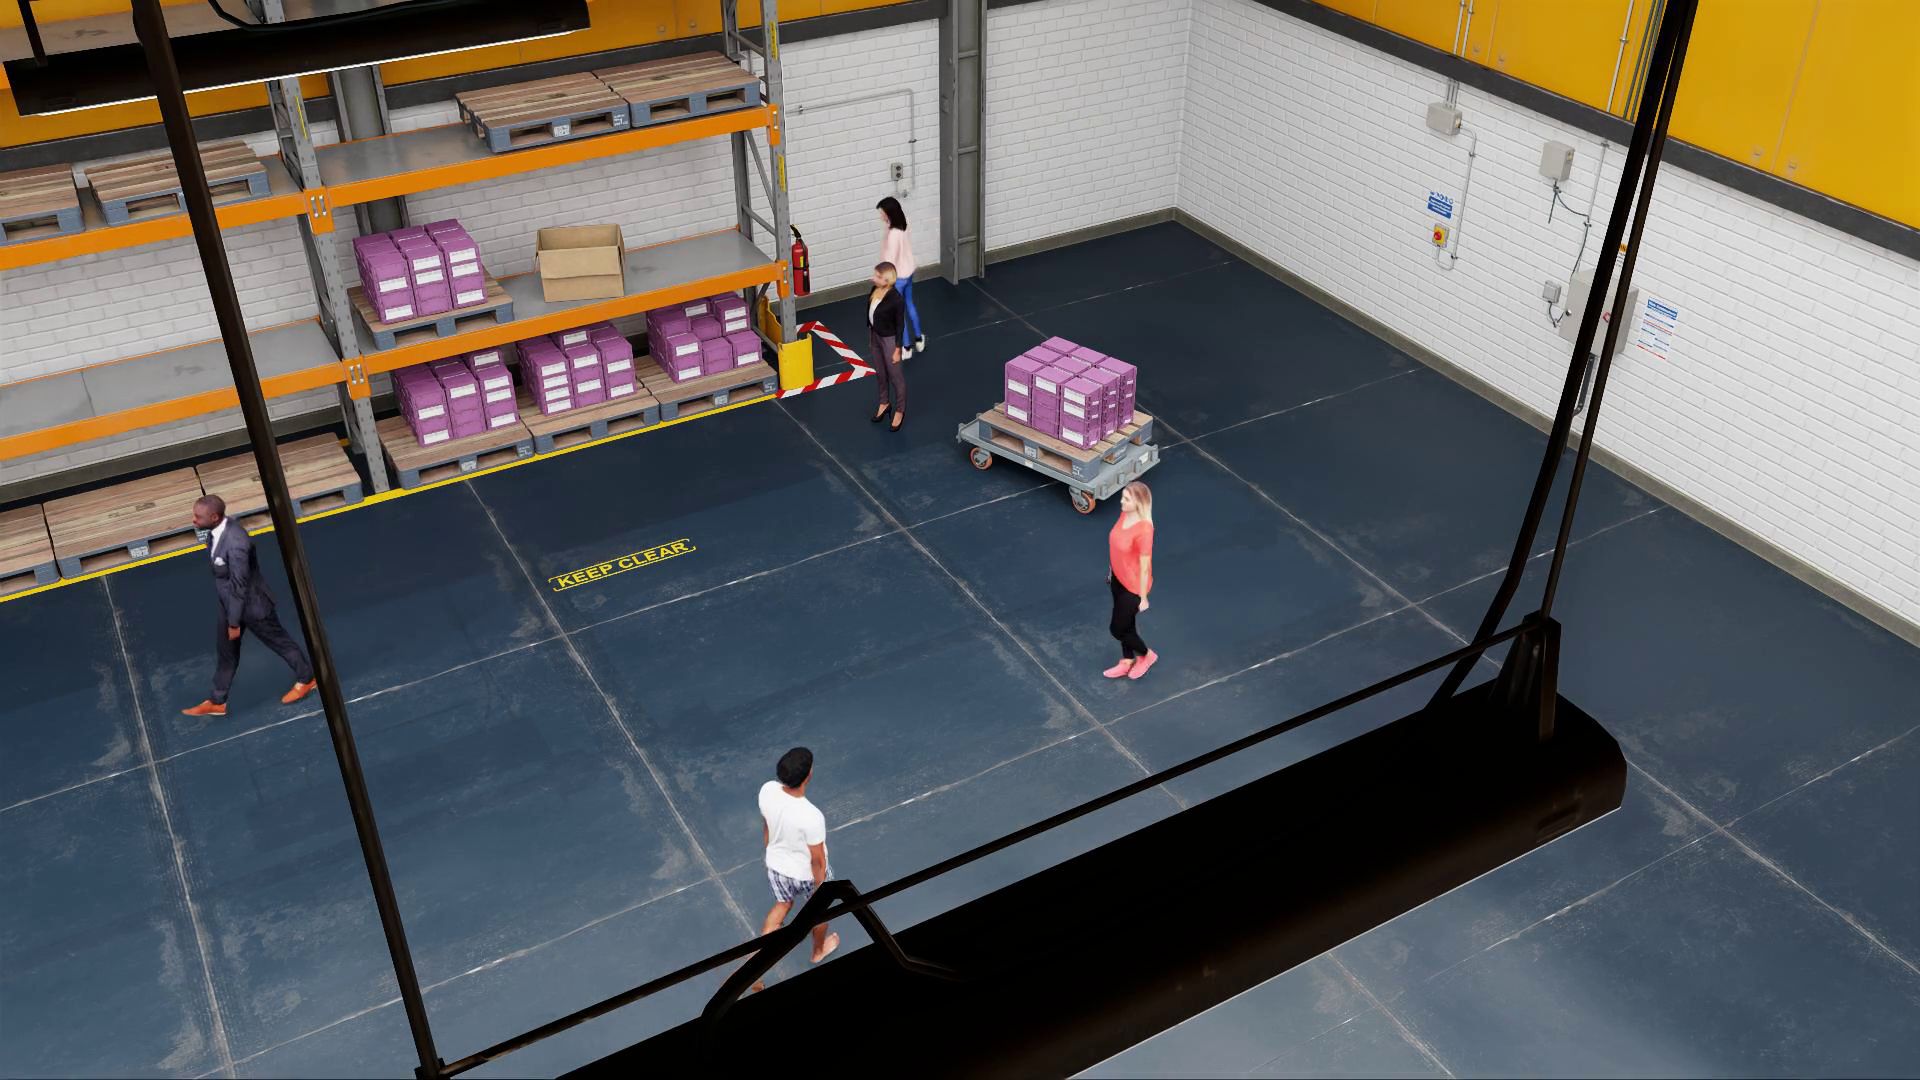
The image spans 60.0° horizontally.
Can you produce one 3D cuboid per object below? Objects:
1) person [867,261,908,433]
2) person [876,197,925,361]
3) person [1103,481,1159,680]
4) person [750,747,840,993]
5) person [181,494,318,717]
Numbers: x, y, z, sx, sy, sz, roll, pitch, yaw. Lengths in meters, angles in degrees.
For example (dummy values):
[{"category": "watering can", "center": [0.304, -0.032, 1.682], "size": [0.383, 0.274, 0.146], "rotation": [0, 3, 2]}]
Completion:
[{"category": "person", "center": [-0.657, -1.783, 15.214], "size": [0.579, 1.666, 0.632], "rotation": [-25, 41, -32]}, {"category": "person", "center": [-0.542, -2.597, 16.374], "size": [0.935, 1.737, 0.850], "rotation": [17, 37, 23]}, {"category": "person", "center": [1.318, 0.307, 12.052], "size": [0.711, 1.686, 0.675], "rotation": [-11, 35, -15]}, {"category": "person", "center": [-0.997, 1.930, 9.591], "size": [0.900, 1.708, 1.078], "rotation": [22, 39, 29]}, {"category": "person", "center": [-4.961, 0.441, 11.762], "size": [1.219, 1.784, 0.866], "rotation": [-27, 42, -34]}]
